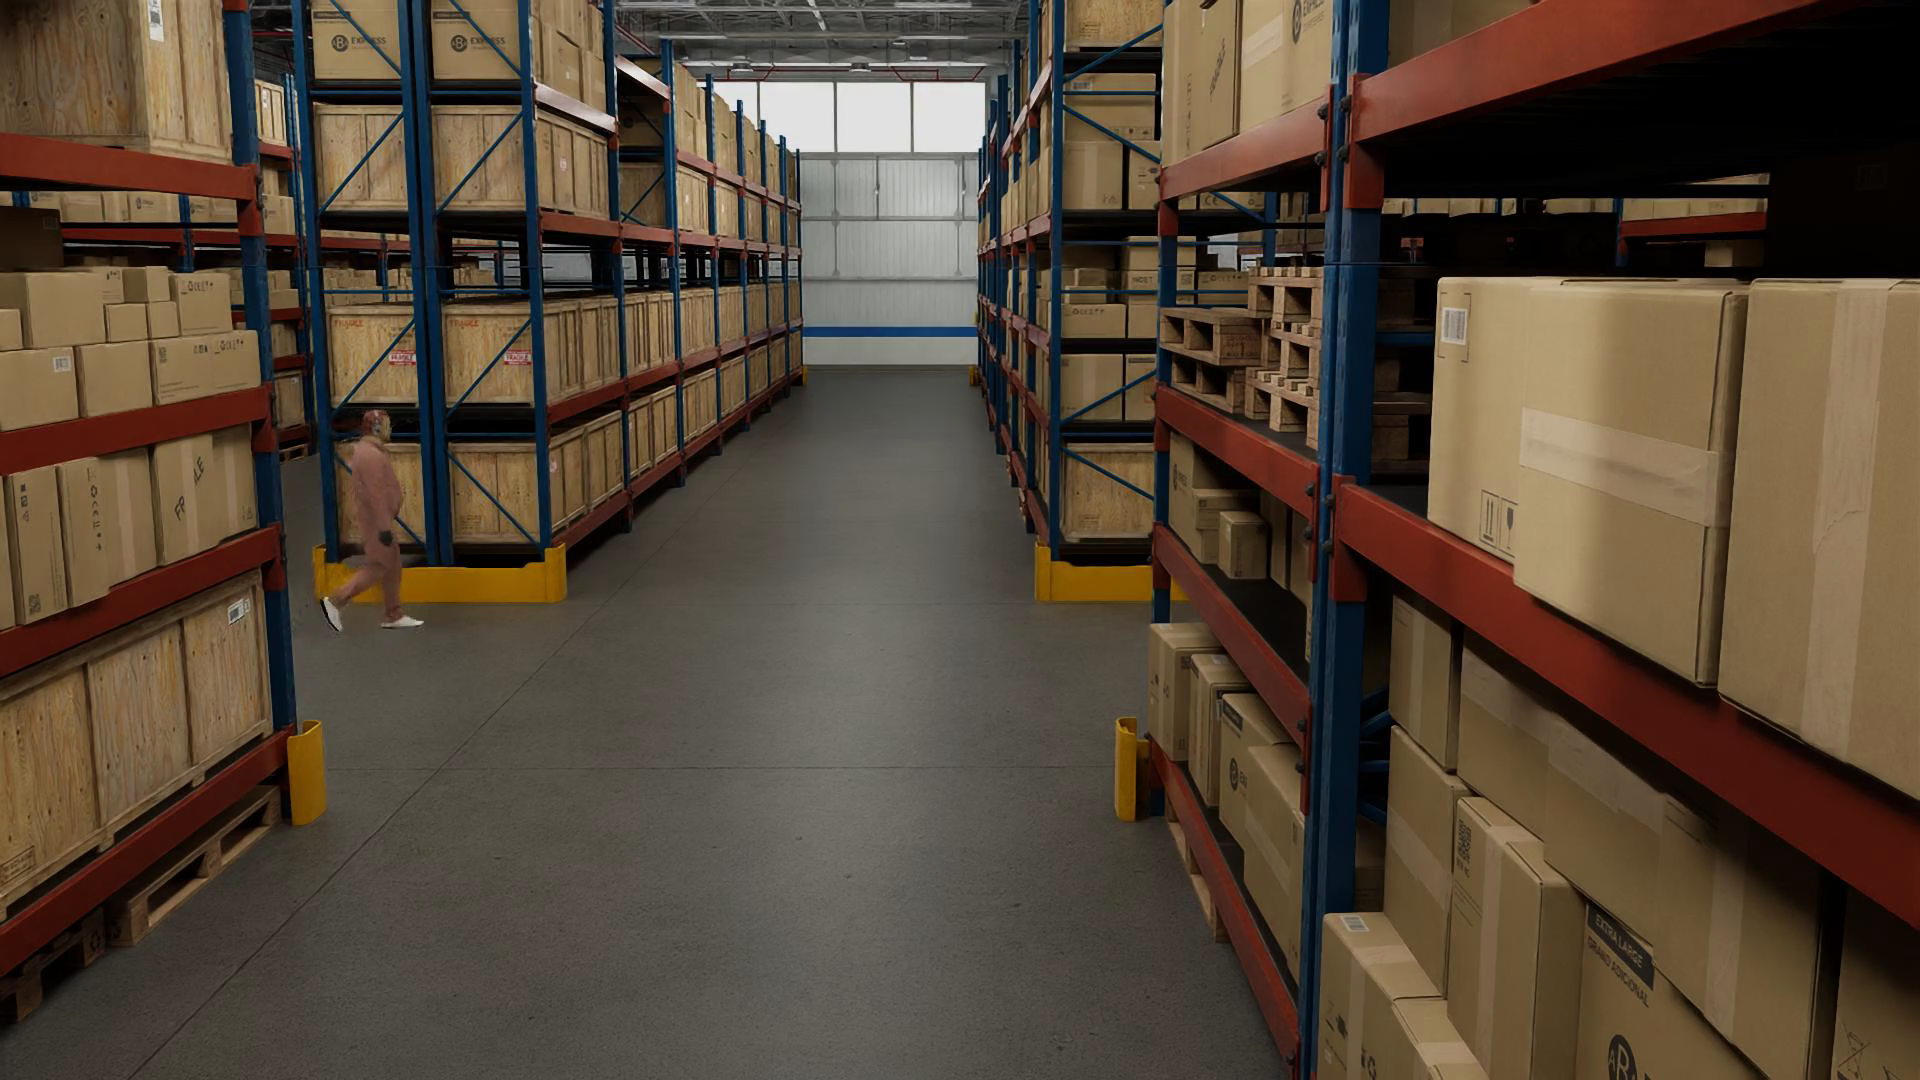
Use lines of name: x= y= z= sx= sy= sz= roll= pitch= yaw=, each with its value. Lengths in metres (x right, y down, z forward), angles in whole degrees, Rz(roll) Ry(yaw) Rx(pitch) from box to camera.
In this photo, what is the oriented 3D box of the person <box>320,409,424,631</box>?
person: x=-4.930 y=-0.153 z=13.848 sx=0.723 sy=1.881 sz=0.653 roll=-3 pitch=10 yaw=-17
